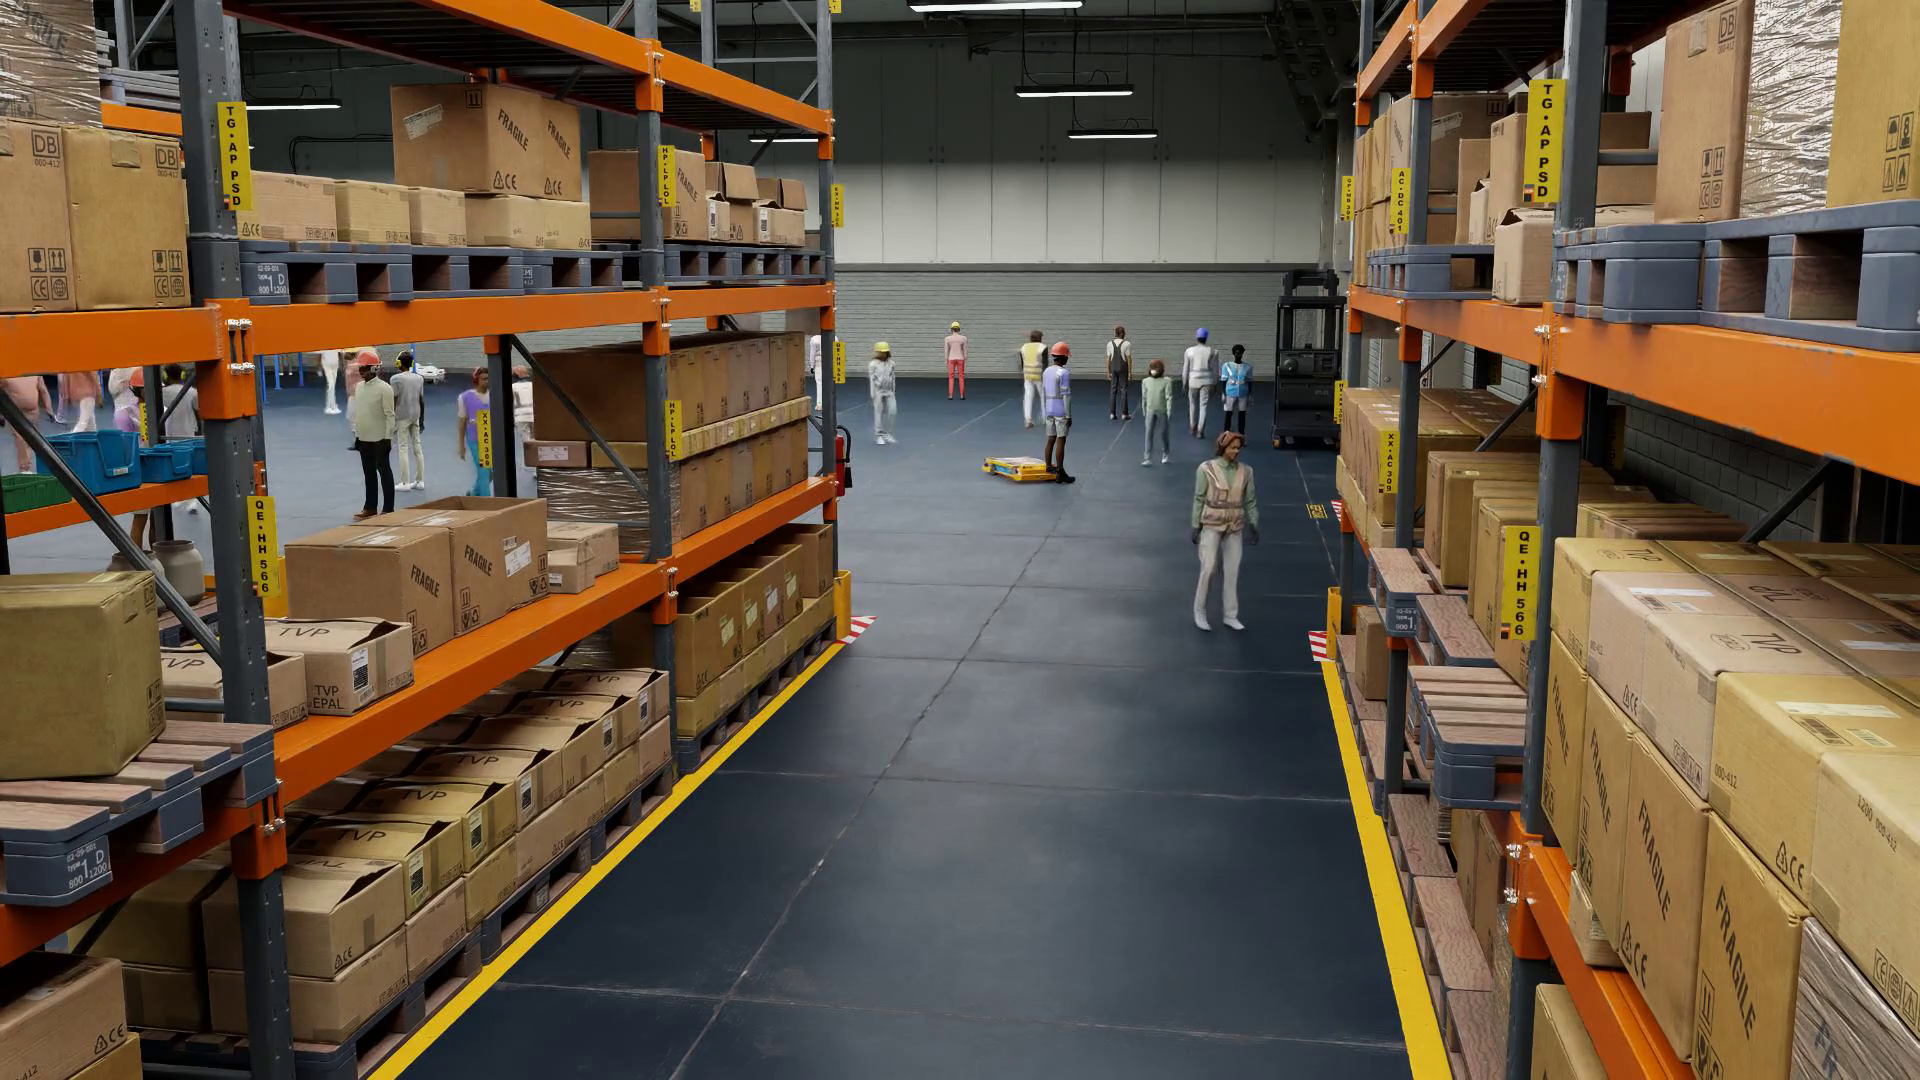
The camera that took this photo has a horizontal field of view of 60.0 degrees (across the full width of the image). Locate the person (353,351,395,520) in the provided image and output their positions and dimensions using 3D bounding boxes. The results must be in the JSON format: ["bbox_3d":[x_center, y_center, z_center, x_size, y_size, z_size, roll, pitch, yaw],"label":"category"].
[{"bbox_3d":[-6.852,-1.209,19.415,0.608,1.995,0.377,5,11,29],"label":"person"}]

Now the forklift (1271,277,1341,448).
[{"bbox_3d":[5.847,-3.016,27.970,1.129,2.768,1.873,1,9,9],"label":"forklift"}]

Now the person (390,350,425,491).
[{"bbox_3d":[-7.401,-1.598,22.259,0.326,1.860,0.517,7,12,38],"label":"person"}]

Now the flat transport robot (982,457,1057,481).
[{"bbox_3d":[0.884,-1.030,23.741,0.652,0.197,1.431,-4,10,-21],"label":"flat transport robot"}]

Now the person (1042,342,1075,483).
[{"bbox_3d":[1.377,-1.768,23.039,0.358,1.936,0.552,-6,11,-33],"label":"person"}]

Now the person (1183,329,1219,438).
[{"bbox_3d":[4.257,-2.774,29.382,0.630,1.886,1.026,2,9,9],"label":"person"}]

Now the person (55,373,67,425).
[{"bbox_3d":[-16.793,-3.081,31.380,0.993,1.851,0.677,6,11,33],"label":"person"}]

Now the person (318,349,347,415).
[{"bbox_3d":[-12.706,-3.466,33.800,0.869,1.835,0.530,6,11,35],"label":"person"}]

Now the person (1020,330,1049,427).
[{"bbox_3d":[1.470,-3.029,31.180,0.650,1.809,0.813,6,11,34],"label":"person"}]

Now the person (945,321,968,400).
[{"bbox_3d":[-0.091,-4.078,37.814,0.524,1.769,0.309,-1,9,-3],"label":"person"}]

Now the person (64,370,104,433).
[{"bbox_3d":[-13.740,-2.255,26.007,0.637,1.959,0.989,3,10,20],"label":"person"}]

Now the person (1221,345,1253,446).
[{"bbox_3d":[4.625,-2.422,27.809,0.540,1.696,0.317,0,9,-1],"label":"person"}]

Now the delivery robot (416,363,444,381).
[{"bbox_3d":[-13.607,-4.295,42.718,0.707,0.478,0.477,4,10,23],"label":"delivery robot"}]

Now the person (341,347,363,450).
[{"bbox_3d":[-9.900,-2.347,27.181,0.400,1.755,0.530,-5,10,-27],"label":"person"}]

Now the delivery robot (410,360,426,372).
[{"bbox_3d":[-14.461,-4.522,44.118,0.707,0.478,0.477,6,11,32],"label":"delivery robot"}]

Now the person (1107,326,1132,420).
[{"bbox_3d":[3.148,-3.302,32.802,0.504,1.840,0.345,4,10,25],"label":"person"}]

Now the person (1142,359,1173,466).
[{"bbox_3d":[2.993,-1.940,25.134,0.506,1.597,0.821,4,10,23],"label":"person"}]

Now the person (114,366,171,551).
[{"bbox_3d":[-7.519,-0.594,15.473,0.393,2.044,0.609,3,10,16],"label":"person"}]

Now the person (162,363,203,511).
[{"bbox_3d":[-9.539,-1.271,20.364,0.551,1.821,0.993,-6,11,-34],"label":"person"}]

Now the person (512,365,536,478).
[{"bbox_3d":[-6.145,-1.677,23.566,0.524,1.580,0.862,-7,11,-36],"label":"person"}]

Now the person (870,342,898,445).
[{"bbox_3d":[-1.268,-2.466,27.992,0.497,1.730,0.499,-5,10,-27],"label":"person"}]

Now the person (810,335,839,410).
[{"bbox_3d":[-2.856,-3.660,35.027,0.621,1.838,0.429,-3,10,-16],"label":"person"}]

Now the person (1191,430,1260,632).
[{"bbox_3d":[2.157,-0.076,13.548,0.559,1.630,0.370,-3,10,-17],"label":"person"}]

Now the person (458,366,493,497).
[{"bbox_3d":[-5.669,-1.157,19.651,0.786,1.818,0.575,9,13,43],"label":"person"}]

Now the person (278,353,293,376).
[{"bbox_3d":[-18.855,-5.532,46.286,0.595,1.924,0.375,-7,12,-37],"label":"person"}]

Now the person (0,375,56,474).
[{"bbox_3d":[-12.974,-1.760,23.164,0.858,1.871,0.663,5,11,30],"label":"person"}]

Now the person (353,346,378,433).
[{"bbox_3d":[-10.732,-2.902,30.241,0.657,1.872,0.895,4,10,23],"label":"person"}]

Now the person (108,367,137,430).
[{"bbox_3d":[-12.894,-2.162,25.612,0.430,1.891,0.656,-7,12,-37],"label":"person"}]
